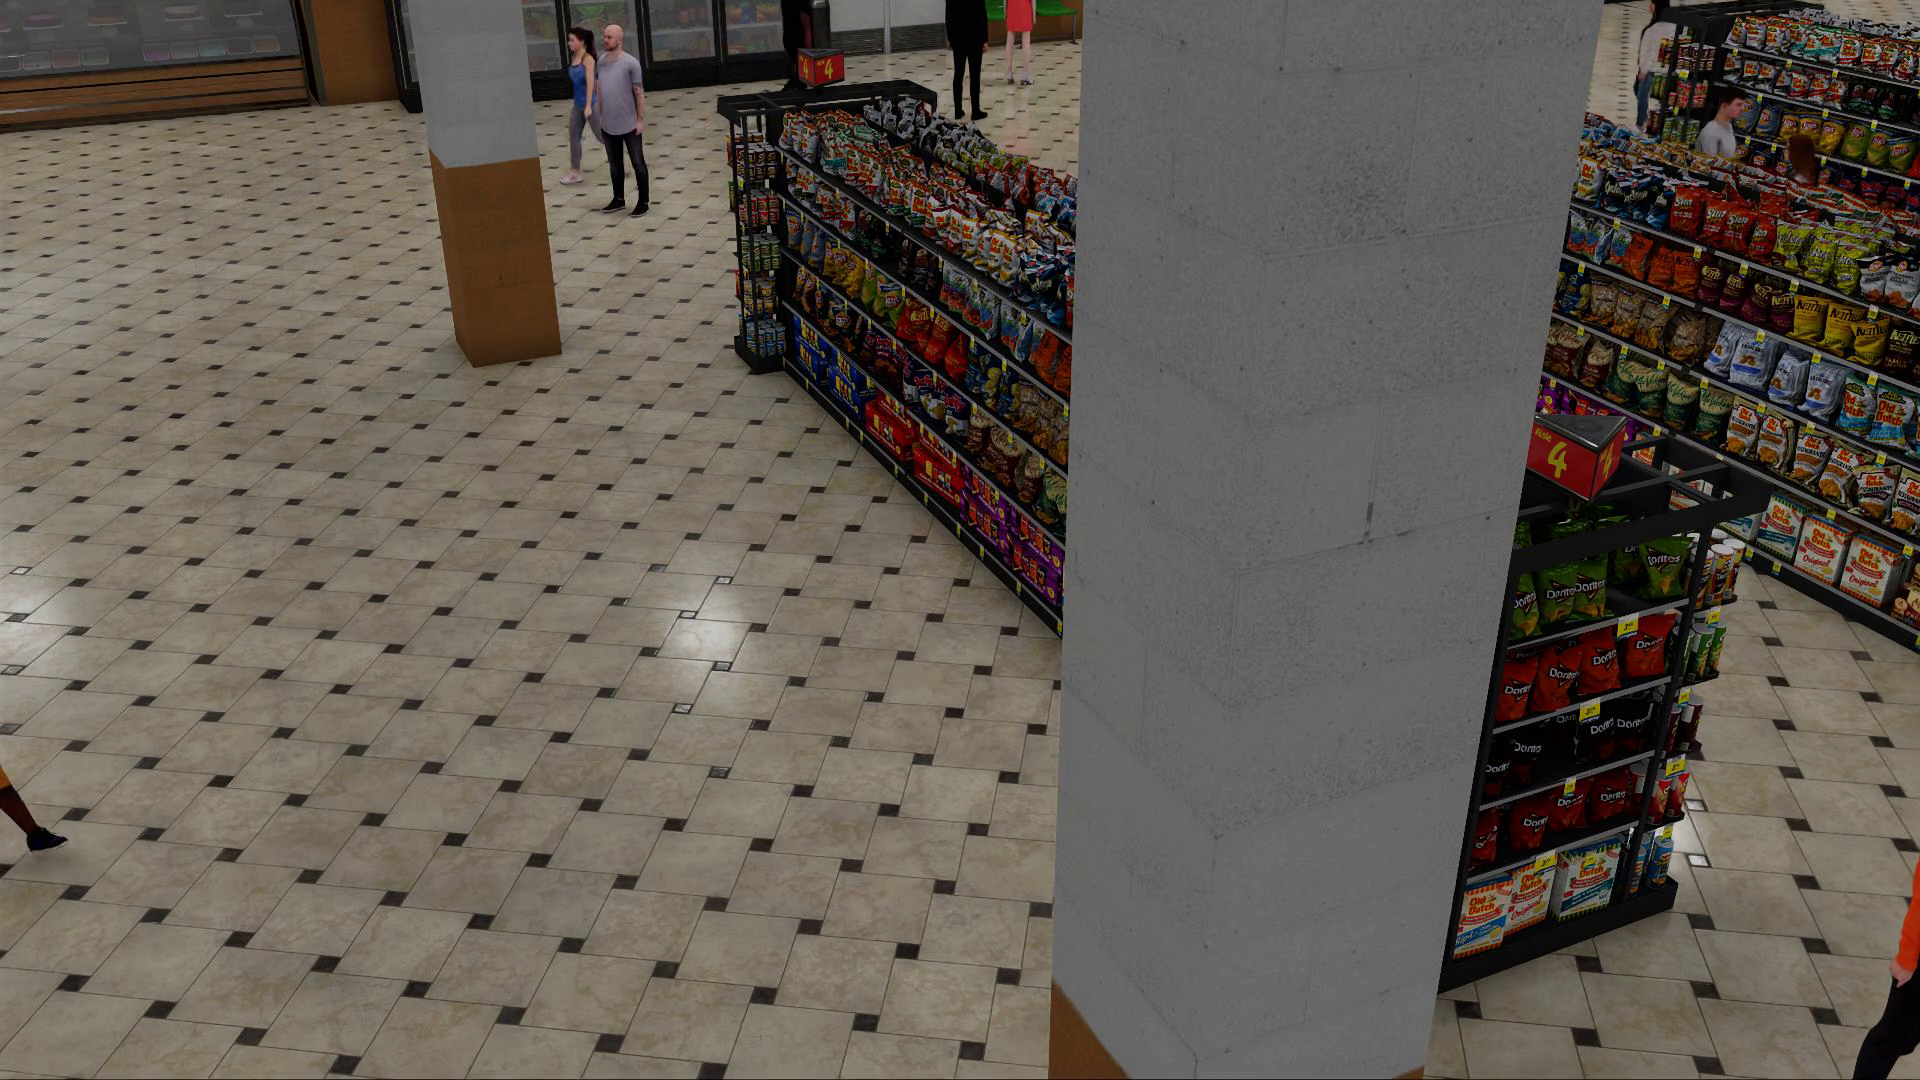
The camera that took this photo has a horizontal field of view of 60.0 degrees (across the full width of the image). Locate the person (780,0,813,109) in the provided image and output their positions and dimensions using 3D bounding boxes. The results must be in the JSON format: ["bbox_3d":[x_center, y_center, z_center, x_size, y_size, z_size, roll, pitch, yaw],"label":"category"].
[{"bbox_3d":[-1.999,-5.836,19.745,0.745,1.811,0.726,-14,30,-25],"label":"person"}]

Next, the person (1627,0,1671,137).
[{"bbox_3d":[8.087,-5.537,19.353,0.834,1.631,0.755,7,28,14],"label":"person"}]

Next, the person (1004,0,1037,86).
[{"bbox_3d":[0.777,-6.933,21.890,0.647,1.828,0.732,13,30,23],"label":"person"}]

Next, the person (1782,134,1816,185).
[{"bbox_3d":[6.451,-2.291,12.882,0.826,1.695,0.775,13,29,23],"label":"person"}]

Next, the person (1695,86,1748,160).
[{"bbox_3d":[6.106,-2.855,13.886,0.917,1.793,1.285,-23,35,-38],"label":"person"}]

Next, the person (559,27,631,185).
[{"bbox_3d":[-3.838,-4.542,17.456,0.857,1.573,1.049,-23,35,-38],"label":"person"}]

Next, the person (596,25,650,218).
[{"bbox_3d":[-3.322,-4.119,16.331,0.742,1.837,0.827,12,29,23],"label":"person"}]

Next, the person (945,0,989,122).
[{"bbox_3d":[0.085,-6.043,20.061,0.773,1.894,0.849,12,29,22],"label":"person"}]
